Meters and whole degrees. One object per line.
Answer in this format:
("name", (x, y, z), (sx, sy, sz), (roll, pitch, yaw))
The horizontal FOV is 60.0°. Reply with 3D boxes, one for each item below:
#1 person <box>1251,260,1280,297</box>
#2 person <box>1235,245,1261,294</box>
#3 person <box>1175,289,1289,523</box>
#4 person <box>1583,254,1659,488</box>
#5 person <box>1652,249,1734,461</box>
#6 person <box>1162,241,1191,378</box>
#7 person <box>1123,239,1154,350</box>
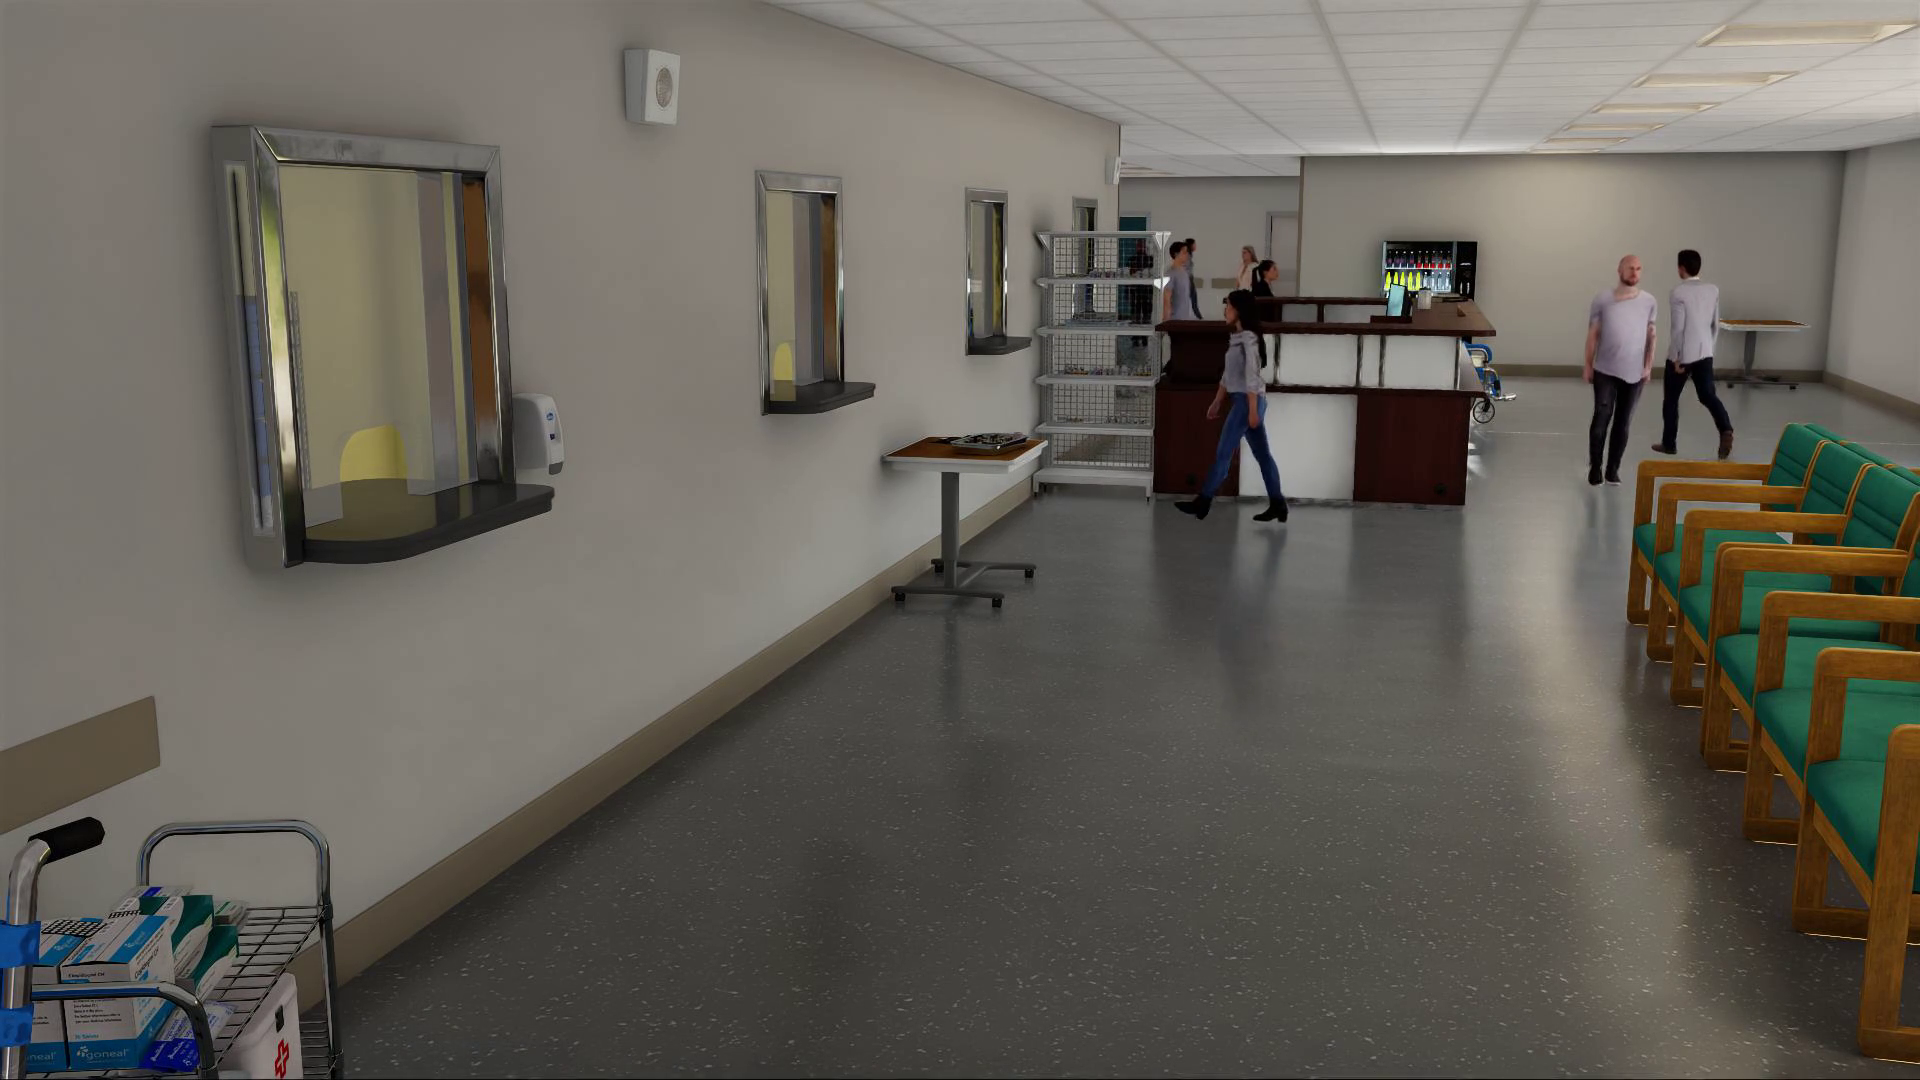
("person", (3.408, -2.368, 19.083), (0.807, 1.644, 0.602), (3, 11, 16))
("person", (4.617, -3.787, 26.340), (0.797, 1.724, 0.724), (-8, 13, -36))
("person", (2.060, -0.882, 11.393), (1.023, 1.590, 0.678), (1, 11, 6))
("person", (5.212, -1.340, 13.183), (0.688, 1.822, 0.772), (1, 11, 7))
("person", (6.453, -1.594, 14.545), (1.222, 1.813, 1.084), (-2, 11, -9))
("person", (2.437, -2.524, 19.342), (0.771, 1.853, 0.743), (6, 12, 29))
("person", (3.023, -4.123, 27.899), (0.901, 1.804, 0.884), (0, 11, 2))
